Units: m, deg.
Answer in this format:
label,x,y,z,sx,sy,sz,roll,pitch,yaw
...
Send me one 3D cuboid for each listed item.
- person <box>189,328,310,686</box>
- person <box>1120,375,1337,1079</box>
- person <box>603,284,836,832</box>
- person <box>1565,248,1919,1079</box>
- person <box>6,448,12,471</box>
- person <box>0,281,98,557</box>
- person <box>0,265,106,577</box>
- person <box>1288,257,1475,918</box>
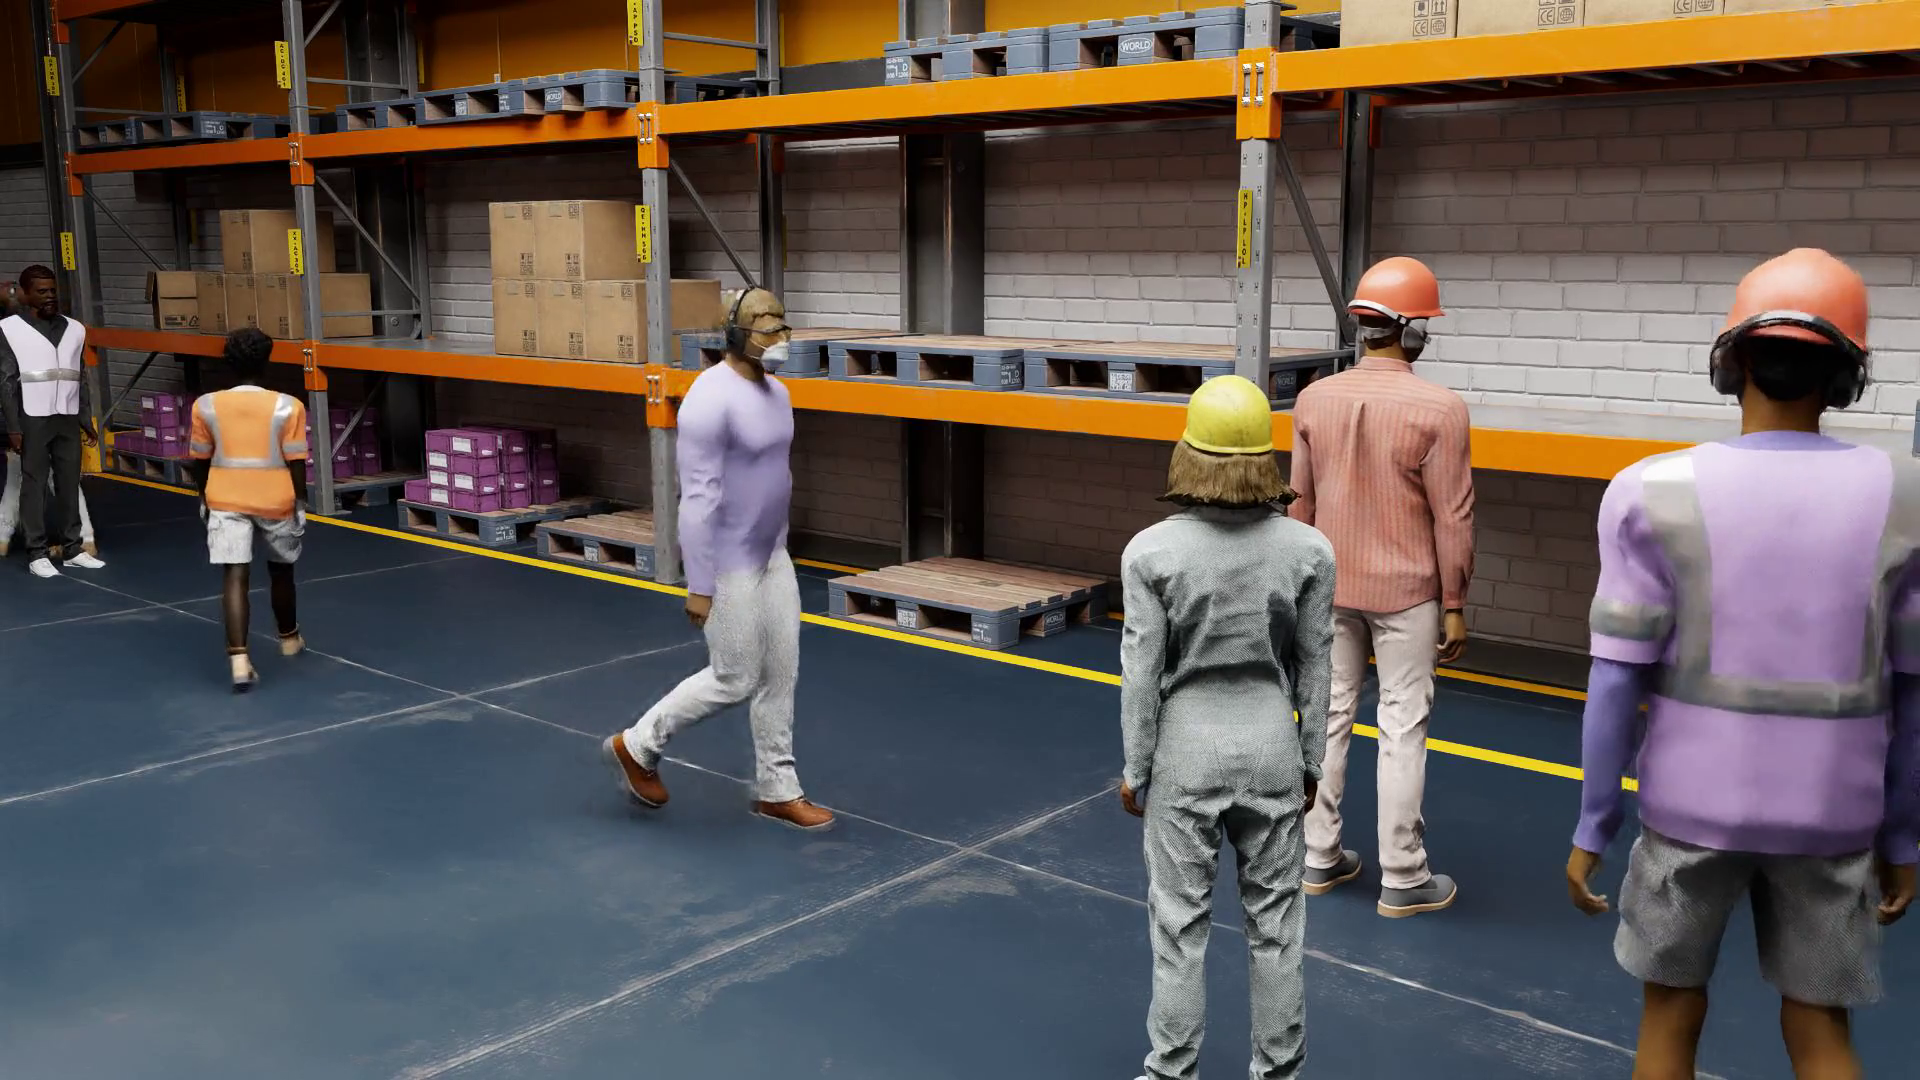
label,x,y,z,sx,sy,sz,roll,pitch,yaw
person,-3.335,-0.168,7.839,0.541,1.650,0.874,-2,10,-13
person,0.594,0.500,3.776,0.487,1.746,0.289,-1,10,-5
person,-0.825,0.078,5.738,0.720,1.916,0.639,3,11,19
person,1.442,0.499,3.034,0.645,2.023,0.580,3,10,14
person,-7.988,-1.282,14.265,0.606,1.617,0.538,9,13,42
person,-6.124,-0.759,10.776,0.906,1.800,0.652,-3,11,-18
person,-5.673,-0.742,10.353,0.392,1.920,0.593,5,11,25
person,1.281,0.148,5.071,0.382,1.994,0.613,-10,14,-44
